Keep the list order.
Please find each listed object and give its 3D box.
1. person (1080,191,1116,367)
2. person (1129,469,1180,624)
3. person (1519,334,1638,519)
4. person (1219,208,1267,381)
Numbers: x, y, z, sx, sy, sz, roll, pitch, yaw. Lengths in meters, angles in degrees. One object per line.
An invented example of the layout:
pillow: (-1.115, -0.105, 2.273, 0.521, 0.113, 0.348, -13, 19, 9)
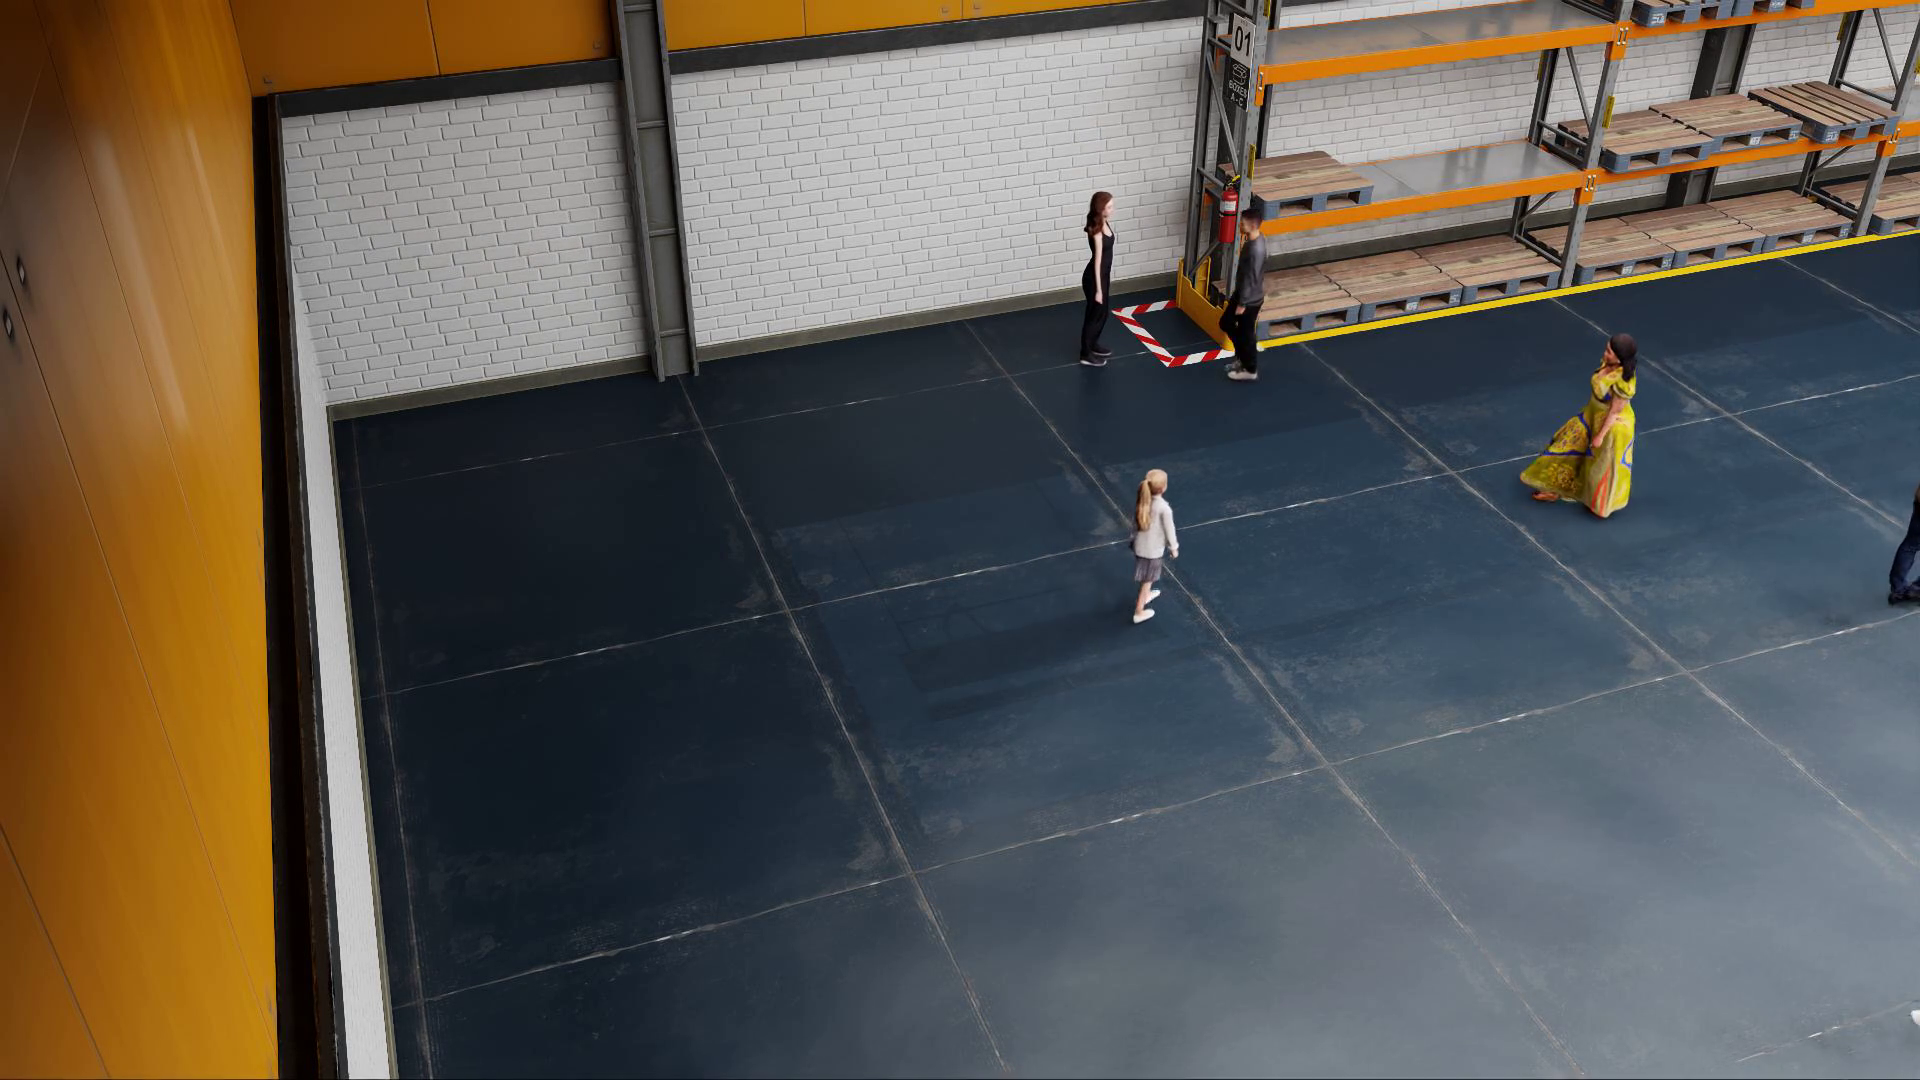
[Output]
person: (1.295, -2.499, 15.838, 0.694, 1.742, 0.673, 8, 34, 12)
person: (1.379, 0.065, 12.416, 0.712, 1.260, 0.610, -21, 39, -29)
person: (5.354, -0.931, 13.577, 1.231, 1.635, 0.951, -1, 34, -1)
person: (2.769, -2.260, 15.474, 0.732, 1.746, 0.726, 2, 34, 3)
